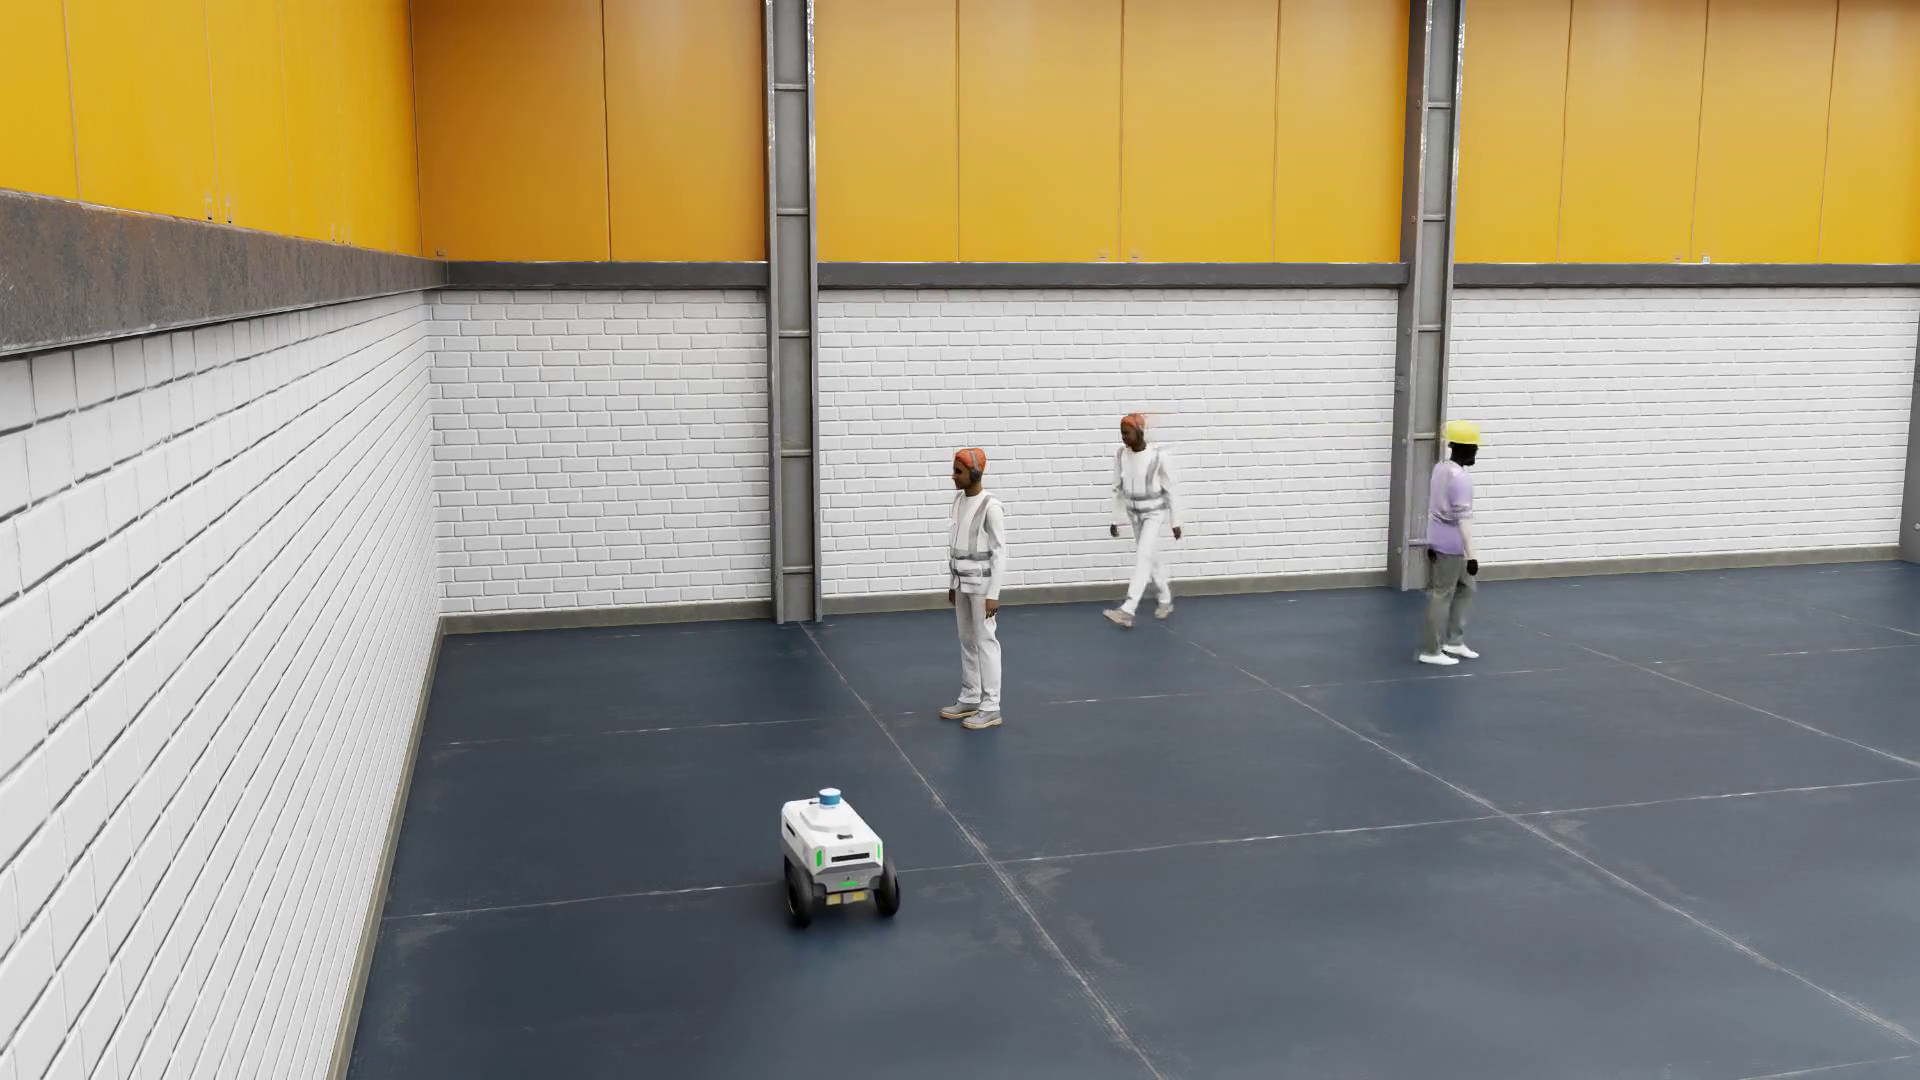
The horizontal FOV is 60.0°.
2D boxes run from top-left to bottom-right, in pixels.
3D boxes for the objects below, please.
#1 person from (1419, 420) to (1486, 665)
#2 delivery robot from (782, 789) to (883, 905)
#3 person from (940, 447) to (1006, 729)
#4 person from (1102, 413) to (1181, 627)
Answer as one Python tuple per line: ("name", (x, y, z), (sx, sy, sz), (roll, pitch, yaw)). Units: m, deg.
("person", (3.868, 0.032, 12.813), (0.646, 1.906, 0.614), (0, 9, 1))
("delivery robot", (-0.622, 1.438, 7.980), (0.477, 0.478, 0.707), (-3, 10, -19))
("person", (0.096, 0.315, 11.142), (0.337, 1.882, 0.584), (-5, 10, -29))
("person", (1.588, -0.182, 14.374), (1.003, 1.829, 0.612), (-8, 12, -42))
